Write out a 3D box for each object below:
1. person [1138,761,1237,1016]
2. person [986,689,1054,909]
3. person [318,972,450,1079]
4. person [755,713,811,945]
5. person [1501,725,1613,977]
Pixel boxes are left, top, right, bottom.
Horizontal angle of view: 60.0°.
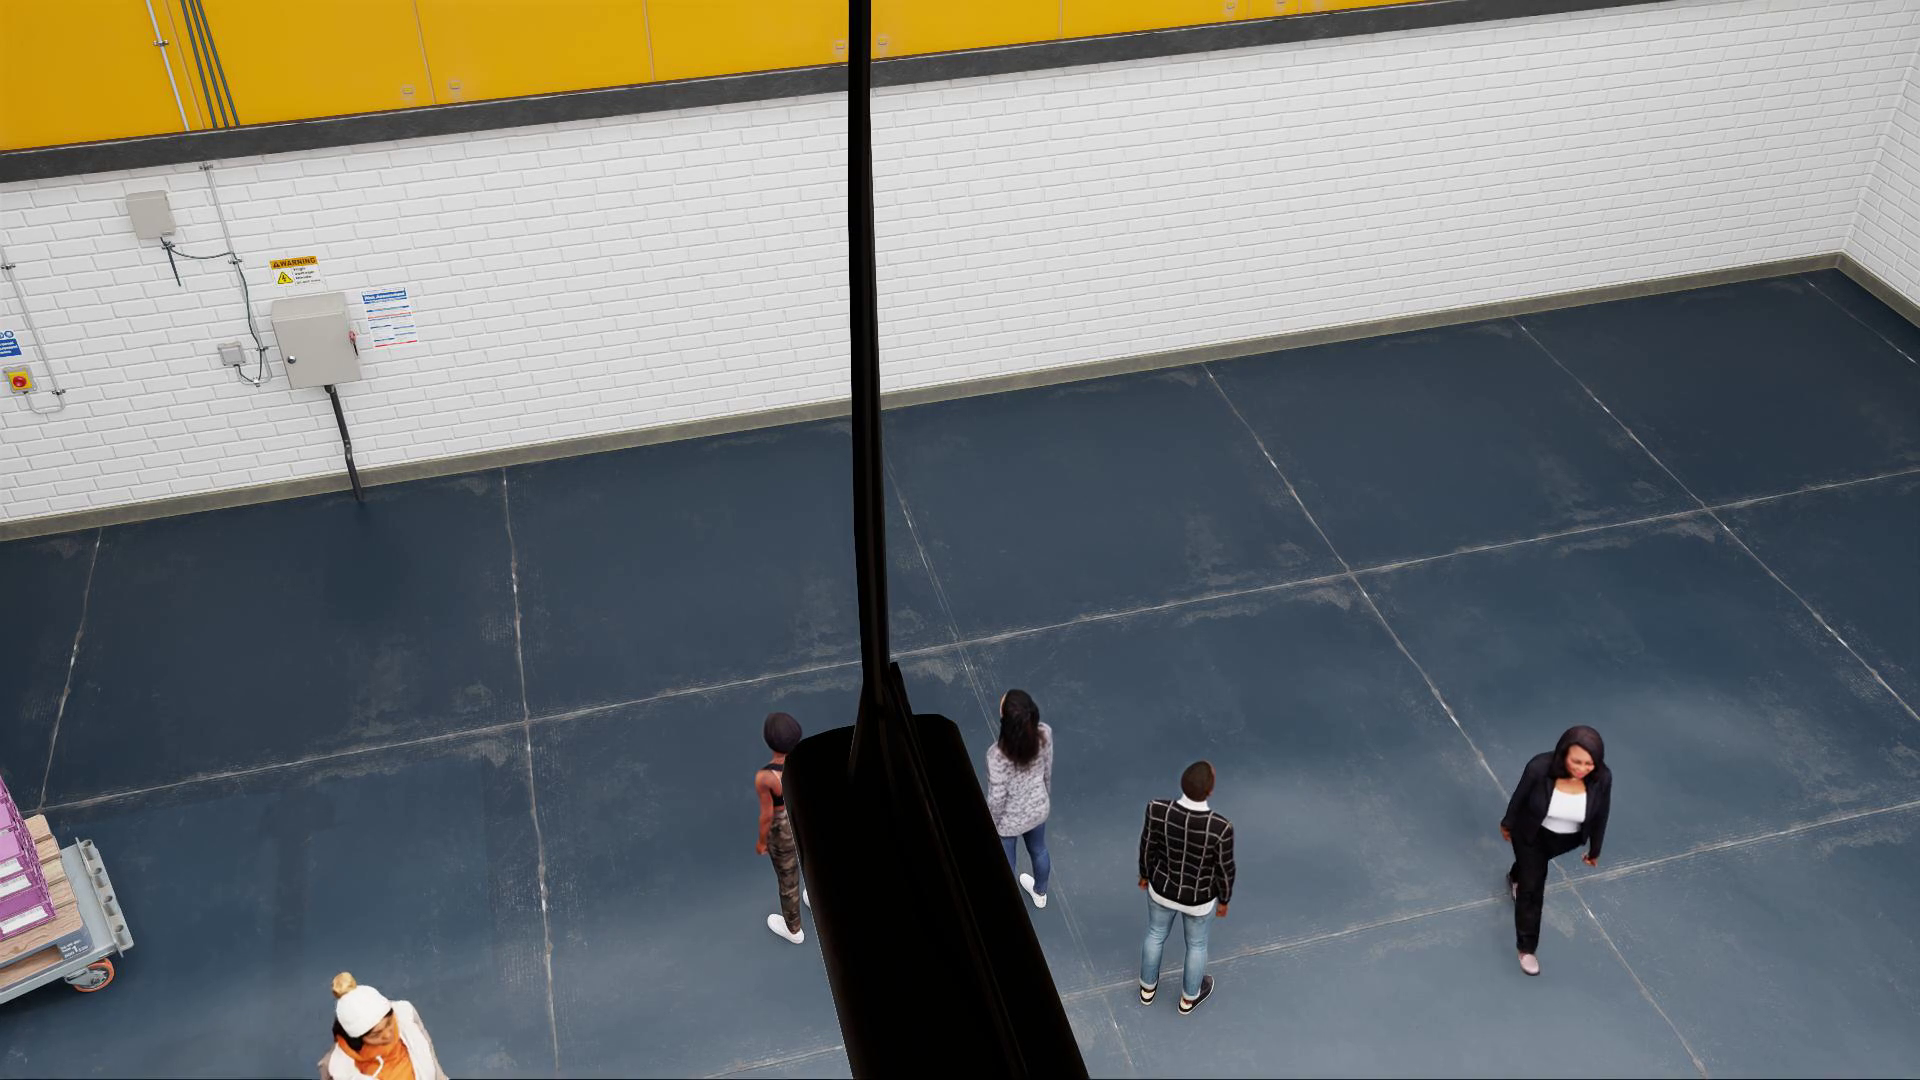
[{"bbox_3d":[1.173,1.840,8.775,0.745,1.821,0.770,14,41,17],"label":"person"},{"bbox_3d":[0.323,1.498,9.274,0.676,1.732,0.650,-25,45,-28],"label":"person"},{"bbox_3d":[-2.703,2.596,7.780,0.932,1.880,0.874,20,43,23],"label":"person"},{"bbox_3d":[-0.927,1.583,9.193,0.658,1.700,0.672,-30,47,-32],"label":"person"},{"bbox_3d":[3.284,1.573,9.313,0.868,1.566,1.157,1,39,1],"label":"person"}]
